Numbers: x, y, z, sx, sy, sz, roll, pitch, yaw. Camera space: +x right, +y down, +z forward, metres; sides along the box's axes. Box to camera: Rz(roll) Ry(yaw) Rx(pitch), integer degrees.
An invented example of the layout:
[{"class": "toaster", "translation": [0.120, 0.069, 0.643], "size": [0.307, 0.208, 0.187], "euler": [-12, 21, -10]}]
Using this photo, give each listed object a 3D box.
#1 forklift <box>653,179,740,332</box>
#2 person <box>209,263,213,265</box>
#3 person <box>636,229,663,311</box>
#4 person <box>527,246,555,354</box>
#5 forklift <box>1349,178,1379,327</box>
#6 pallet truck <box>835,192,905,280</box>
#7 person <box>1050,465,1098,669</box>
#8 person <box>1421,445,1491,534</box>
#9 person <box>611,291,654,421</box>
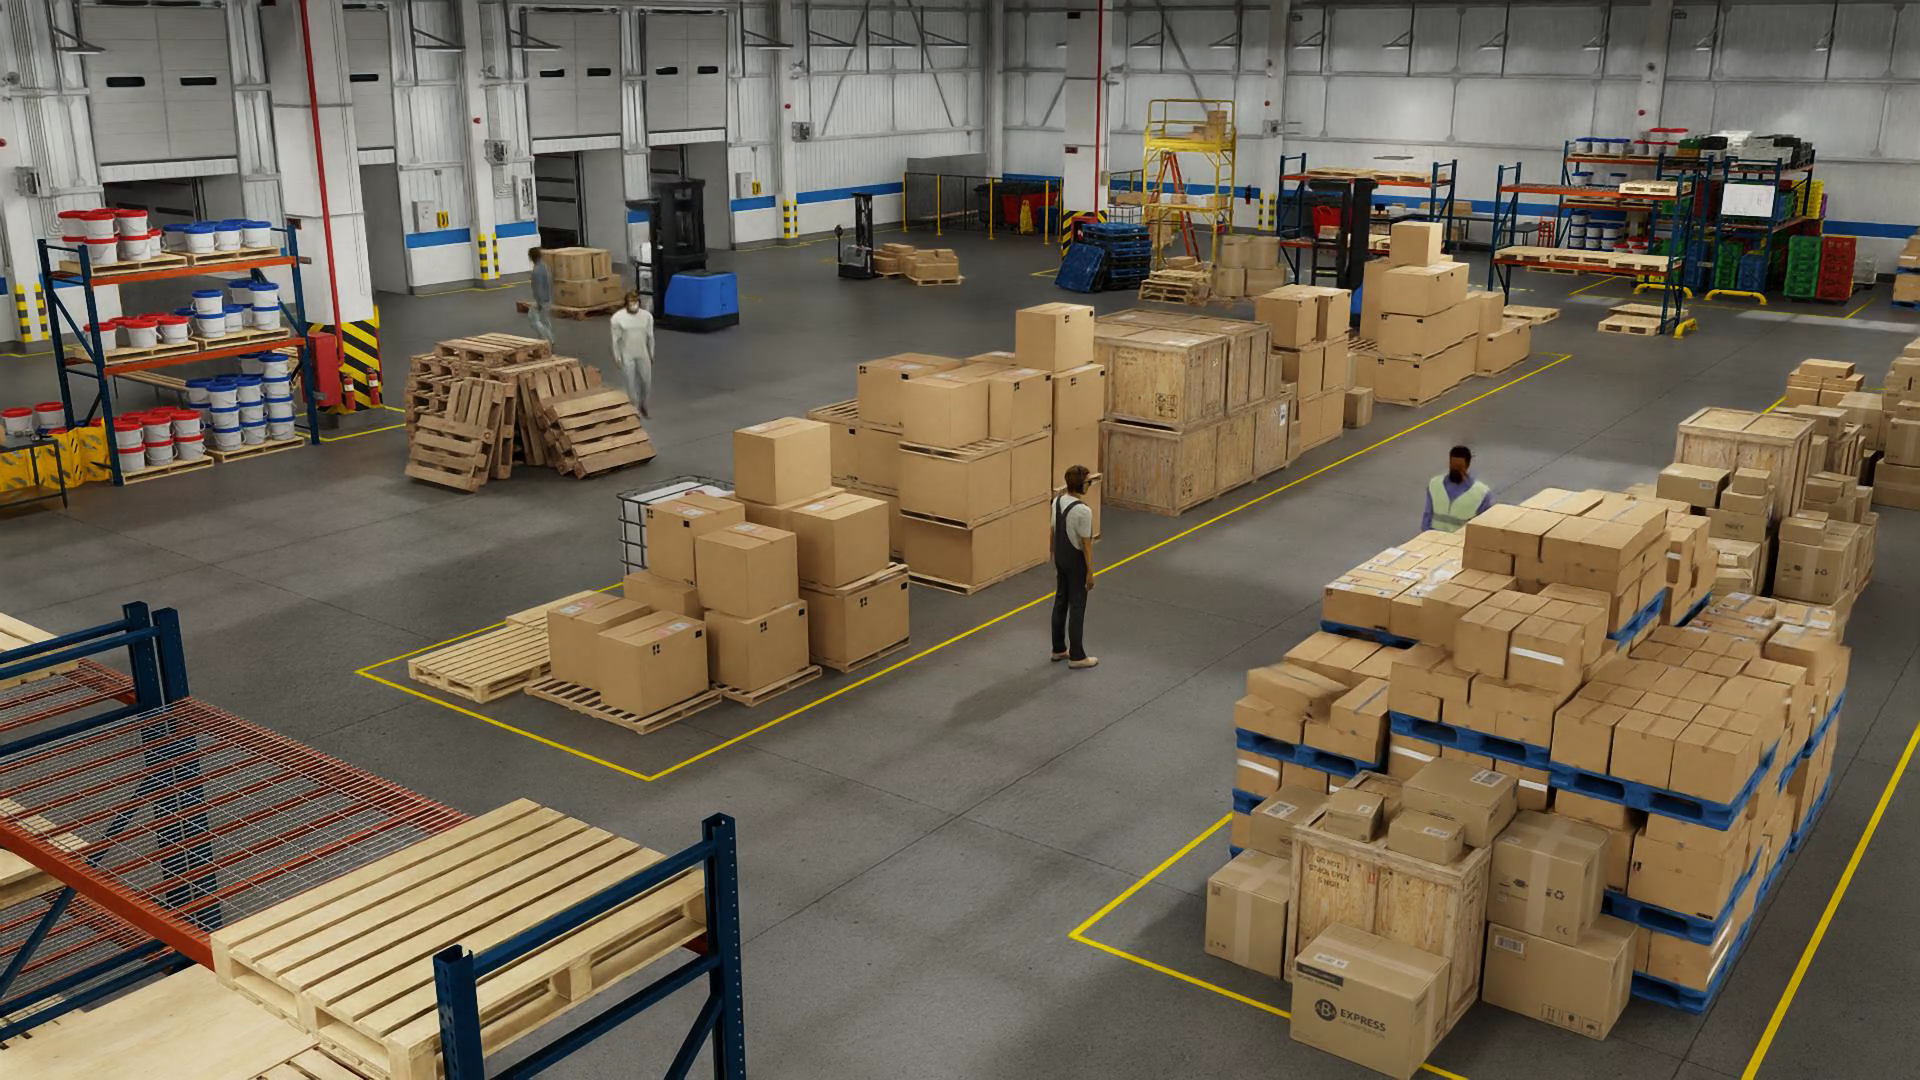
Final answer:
[{"class": "forklift", "translation": [-5.290, -5.521, 32.057], "size": [1.873, 2.768, 1.129], "euler": [12, 21, 35]}, {"class": "person", "translation": [-12.152, -3.542, 27.134], "size": [0.567, 1.918, 0.652], "euler": [16, 23, 42]}, {"class": "person", "translation": [-6.066, -5.188, 32.694], "size": [0.594, 1.850, 0.645], "euler": [9, 19, 29]}, {"class": "person", "translation": [-7.420, -4.206, 29.330], "size": [0.466, 1.921, 0.666], "euler": [-2, 17, -5]}, {"class": "forklift", "translation": [7.734, -5.553, 32.163], "size": [1.873, 2.768, 1.129], "euler": [3, 17, 10]}, {"class": "pallet truck", "translation": [-1.936, -7.159, 38.982], "size": [1.885, 1.965, 0.823], "euler": [-12, 21, -34]}, {"class": "person", "translation": [1.009, 0.235, 14.762], "size": [0.328, 1.842, 0.514], "euler": [-12, 20, -34]}, {"class": "person", "translation": [4.577, 0.020, 15.410], "size": [0.595, 1.890, 0.863], "euler": [13, 21, 37]}, {"class": "person", "translation": [-4.748, -2.673, 24.243], "size": [0.625, 1.923, 0.503], "euler": [-7, 18, -21]}]
